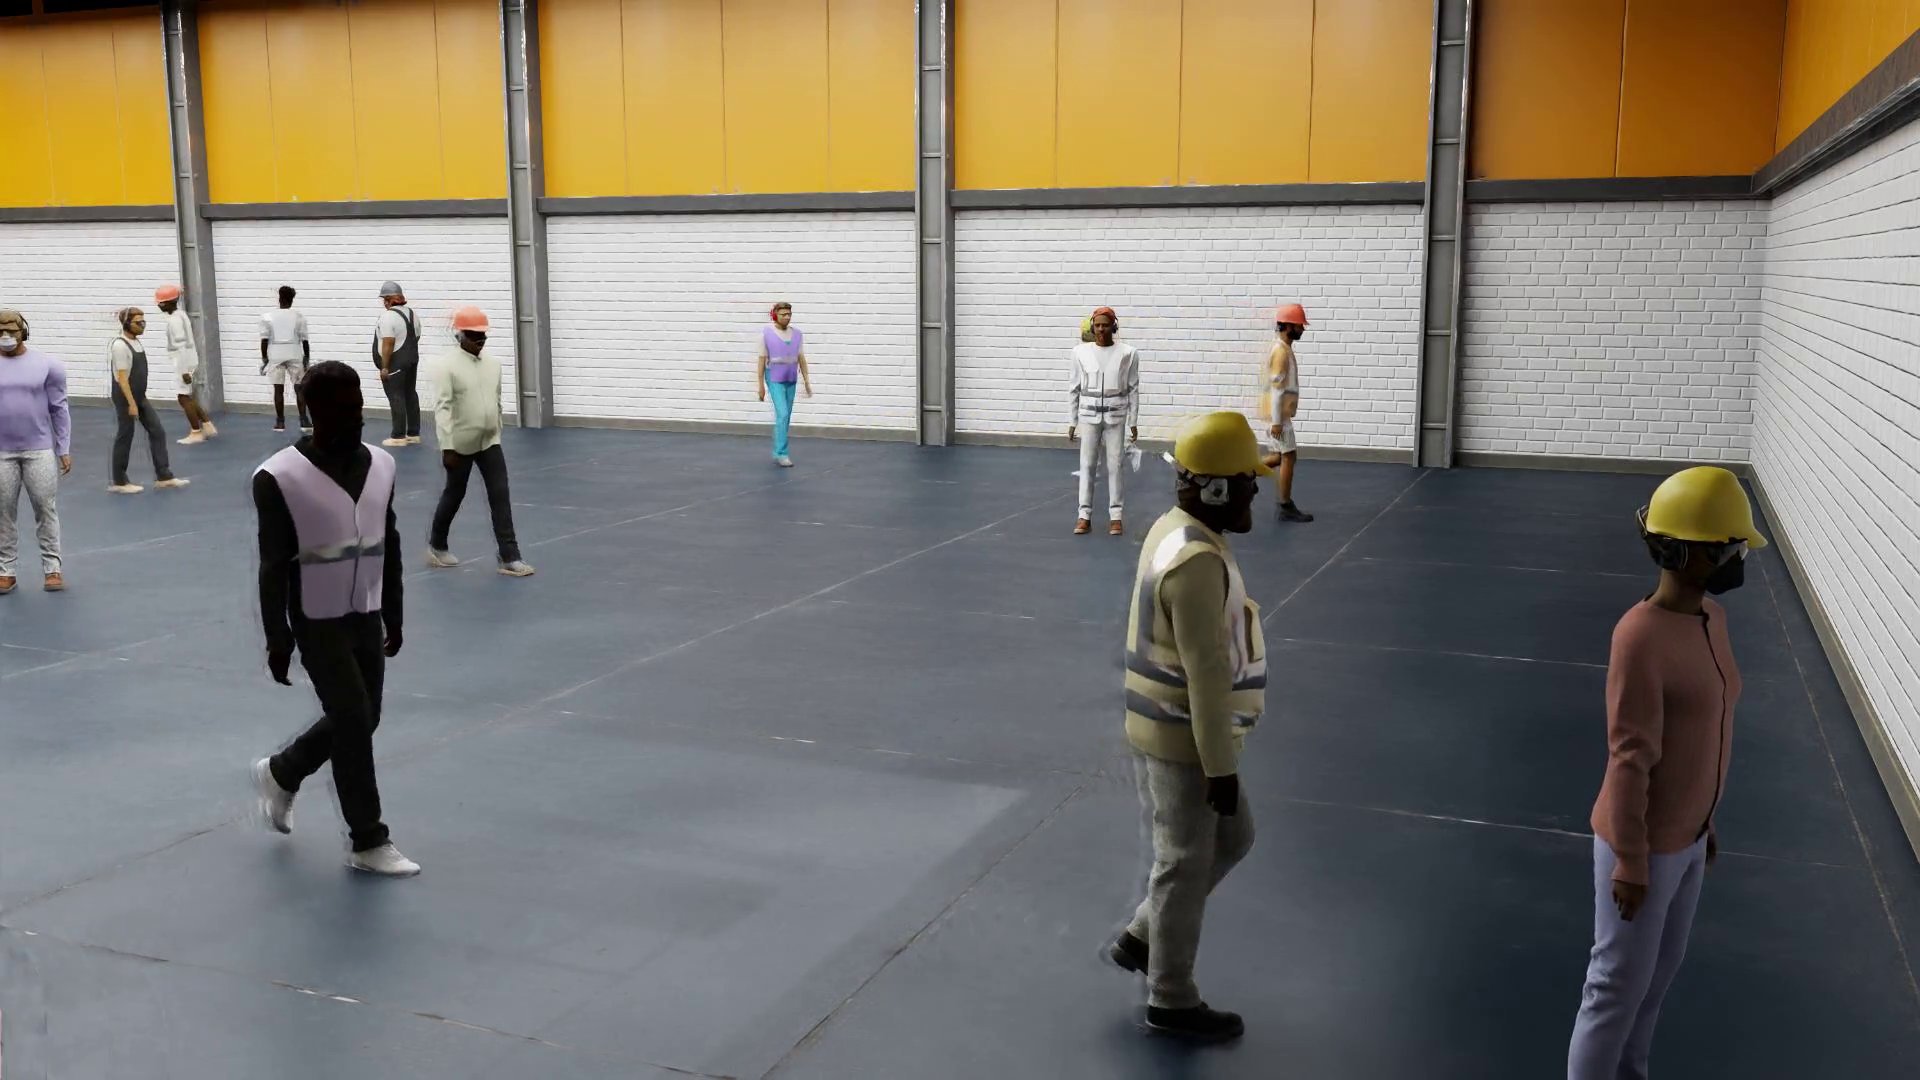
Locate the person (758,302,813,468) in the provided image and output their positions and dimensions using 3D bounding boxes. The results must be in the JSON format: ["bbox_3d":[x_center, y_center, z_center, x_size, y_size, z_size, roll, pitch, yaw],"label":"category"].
[{"bbox_3d":[-1.895,-1.707,18.362,0.569,1.822,0.708,-9,13,-44],"label":"person"}]

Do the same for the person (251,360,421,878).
[{"bbox_3d":[-2.351,0.279,6.131,0.785,1.895,0.588,5,10,26],"label":"person"}]

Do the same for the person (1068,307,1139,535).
[{"bbox_3d":[1.183,-0.980,13.752,0.586,1.882,0.342,1,9,9],"label":"person"}]

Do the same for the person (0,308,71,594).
[{"bbox_3d":[-6.384,-0.601,11.295,0.635,1.936,0.355,-4,10,-22],"label":"person"}]

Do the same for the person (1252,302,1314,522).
[{"bbox_3d":[2.703,-1.107,14.454,0.725,1.914,0.550,2,10,12],"label":"person"}]

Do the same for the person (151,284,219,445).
[{"bbox_3d":[-9.601,-2.158,20.531,0.574,2.002,0.616,-3,10,-18],"label":"person"}]

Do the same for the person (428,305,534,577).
[{"bbox_3d":[-3.554,-0.720,12.011,1.029,1.949,0.638,7,12,35],"label":"person"}]

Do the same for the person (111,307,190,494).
[{"bbox_3d":[-7.916,-1.345,16.161,0.808,1.812,0.555,-1,9,-4],"label":"person"}]

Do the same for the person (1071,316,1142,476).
[{"bbox_3d":[1.533,-1.483,17.340,0.732,1.710,0.494,4,10,22],"label":"person"}]

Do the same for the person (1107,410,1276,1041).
[{"bbox_3d":[0.677,0.542,4.747,0.417,1.820,0.609,1,9,7],"label":"person"}]

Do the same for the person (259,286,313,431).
[{"bbox_3d":[-9.052,-2.424,22.330,0.694,1.944,0.363,-4,10,-21],"label":"person"}]

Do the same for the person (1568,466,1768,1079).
[{"bbox_3d":[1.673,0.703,3.915,0.328,1.767,0.532,8,13,42],"label":"person"}]

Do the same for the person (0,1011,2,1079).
[{"bbox_3d":[-0.594,1.128,0.978,0.552,1.895,0.989,-9,13,-44],"label":"person"}]

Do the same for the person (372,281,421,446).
[{"bbox_3d":[-7.001,-2.187,20.596,0.536,2.000,0.688,3,10,16],"label":"person"}]
